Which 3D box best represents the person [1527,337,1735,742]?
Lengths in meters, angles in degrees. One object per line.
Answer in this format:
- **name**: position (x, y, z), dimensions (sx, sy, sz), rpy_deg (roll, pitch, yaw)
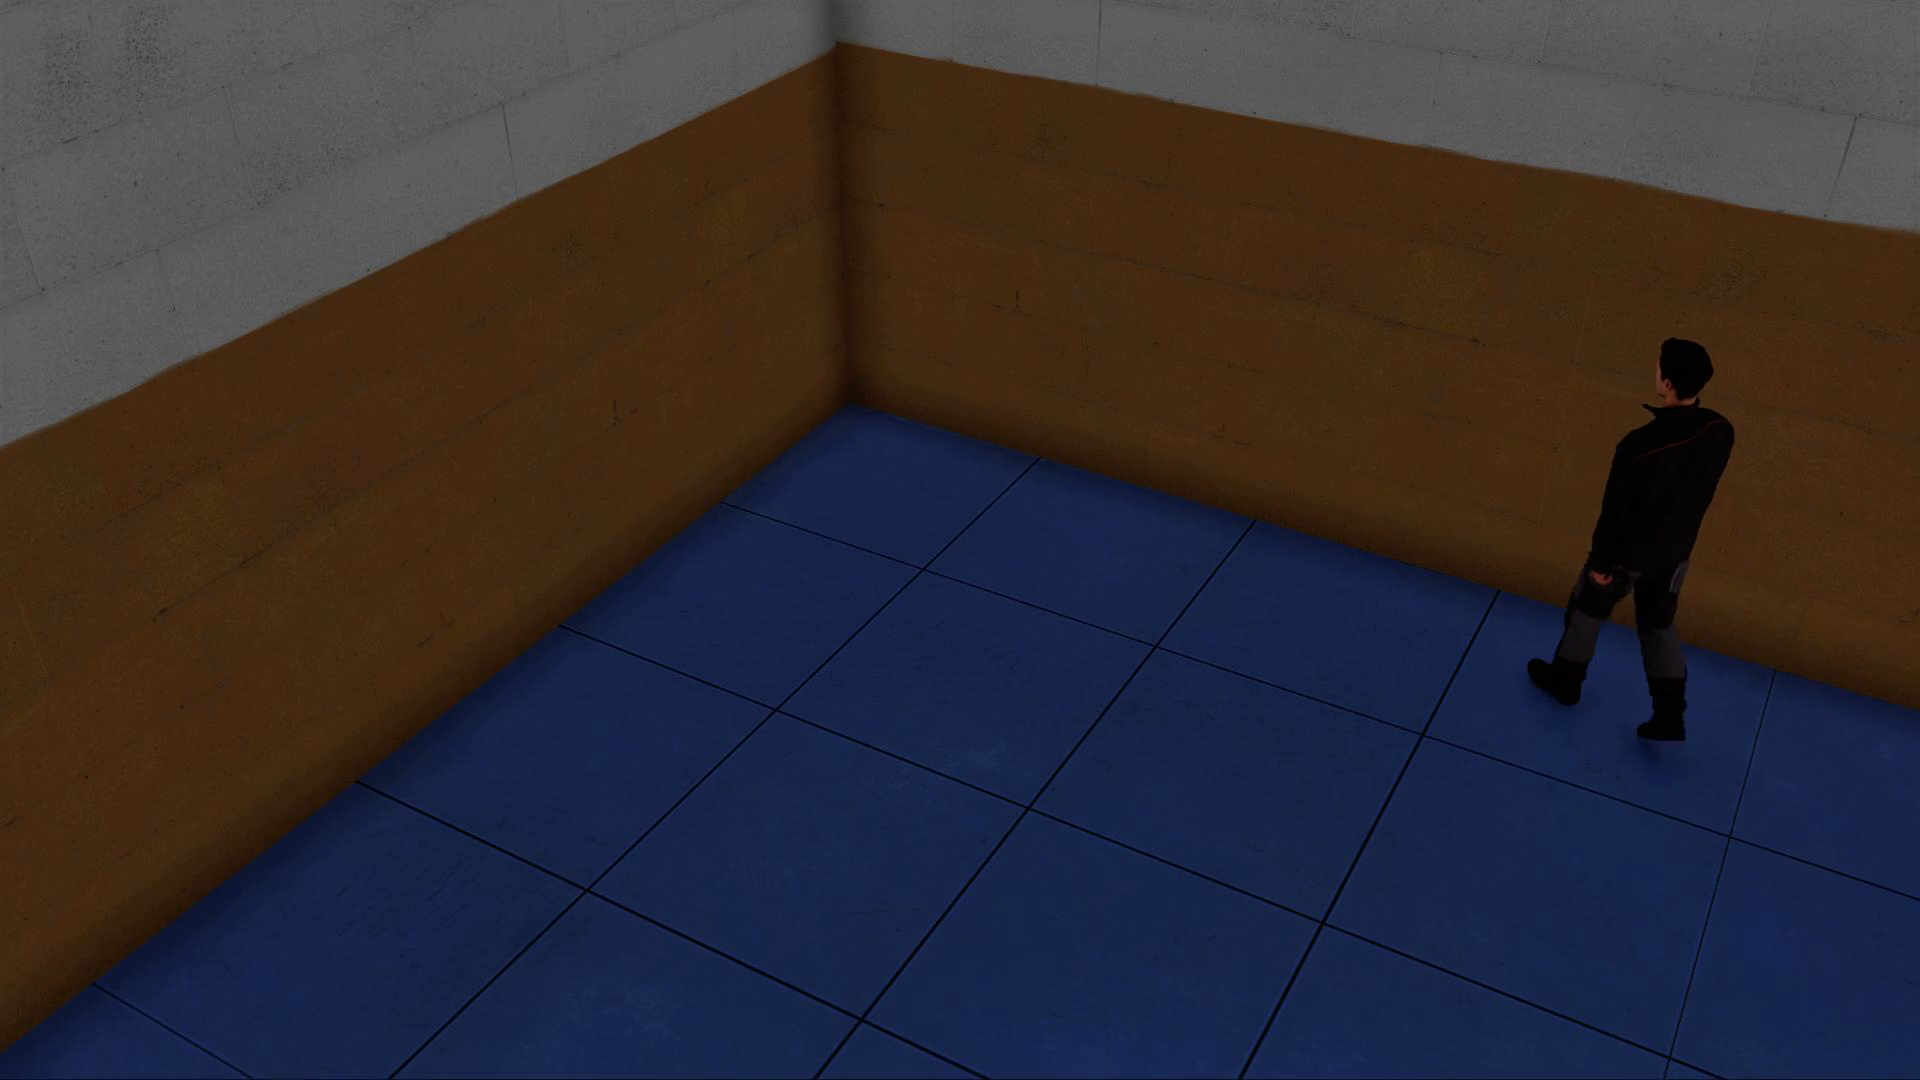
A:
- **person**: position (3.004, 0.051, 7.149), dimensions (1.115, 1.915, 1.170), rpy_deg (-10, 35, -14)
